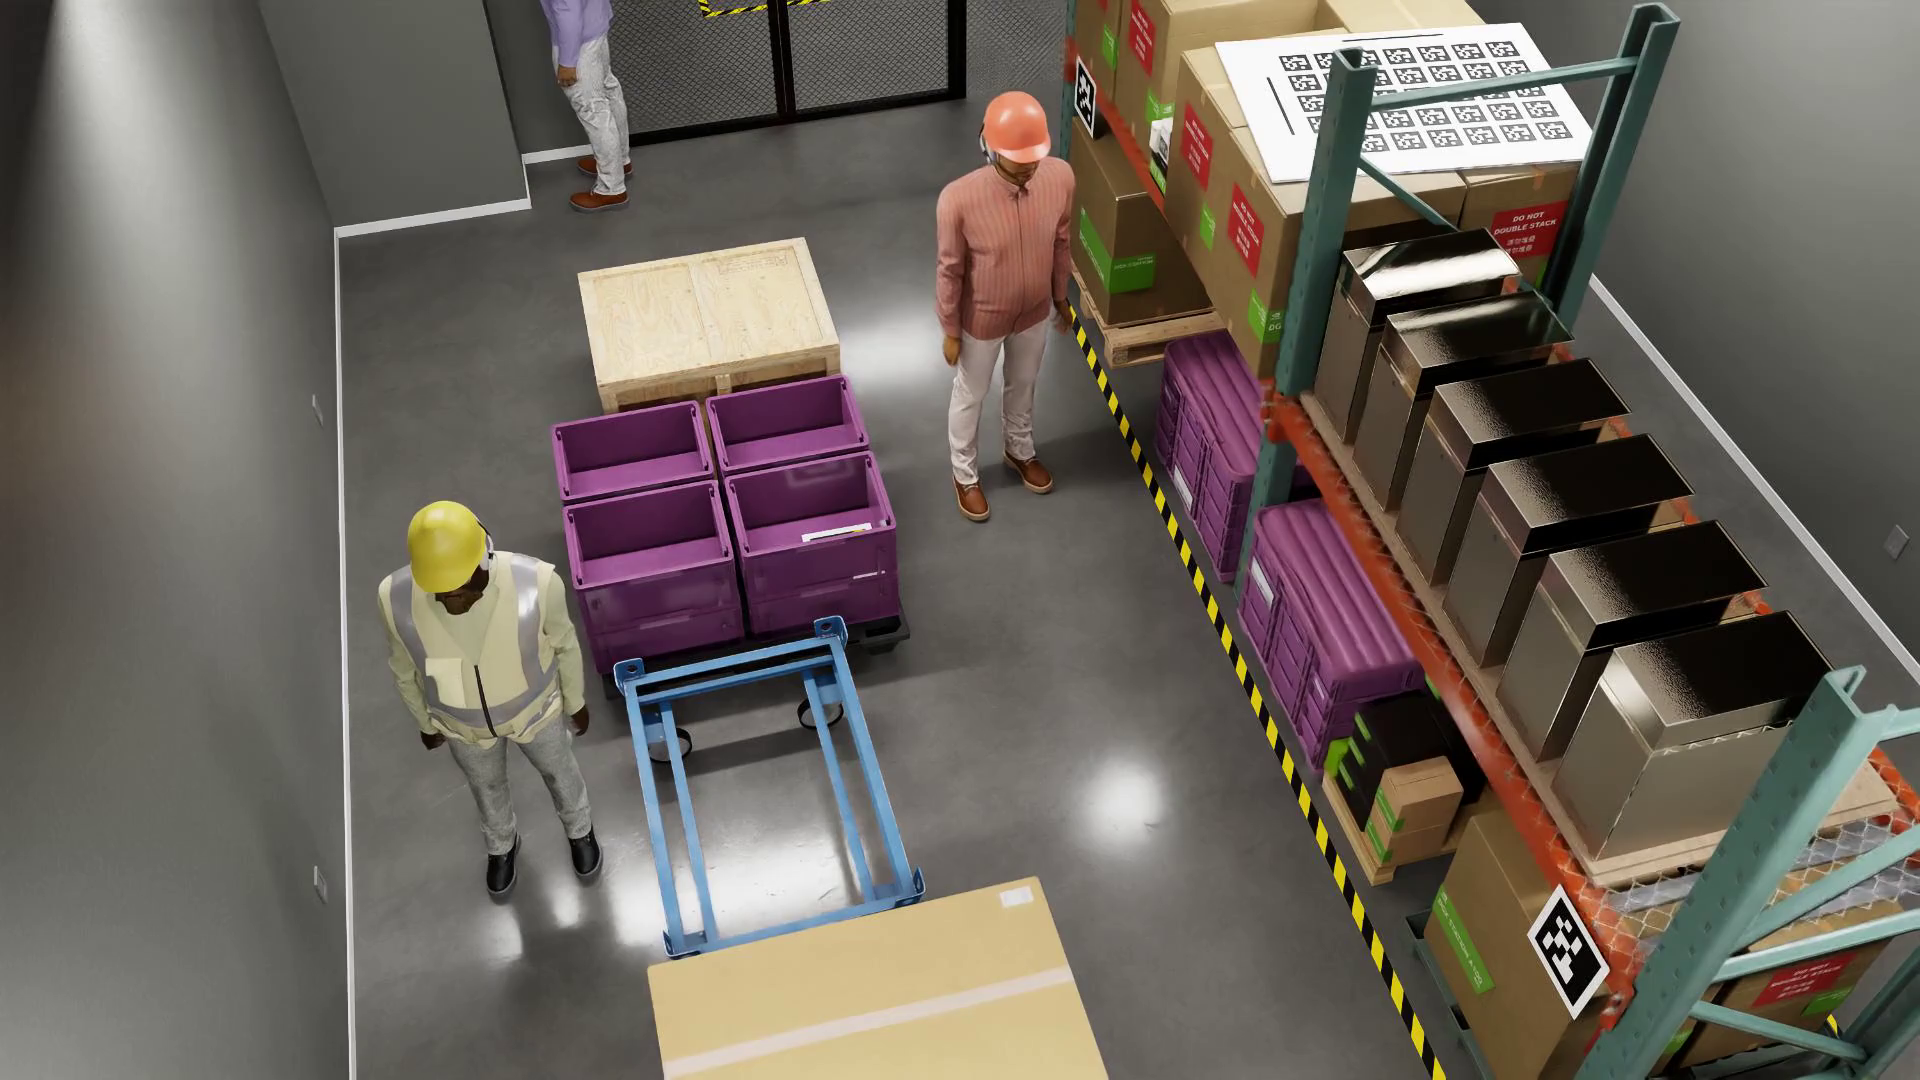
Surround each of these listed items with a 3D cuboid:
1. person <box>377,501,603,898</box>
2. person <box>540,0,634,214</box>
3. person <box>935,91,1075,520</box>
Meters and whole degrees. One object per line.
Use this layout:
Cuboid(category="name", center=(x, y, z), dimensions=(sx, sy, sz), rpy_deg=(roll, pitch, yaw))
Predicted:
Cuboid(category="person", center=(-1.515, 0.541, 5.461), dimensions=(0.586, 1.833, 0.403), rpy_deg=(-9, 48, -8))
Cuboid(category="person", center=(-1.891, -2.516, 8.201), dimensions=(0.359, 1.933, 0.635), rpy_deg=(0, 47, 0))
Cuboid(category="person", center=(0.188, -0.924, 6.697), dimensions=(0.608, 1.996, 0.381), rpy_deg=(-22, 51, -19))
